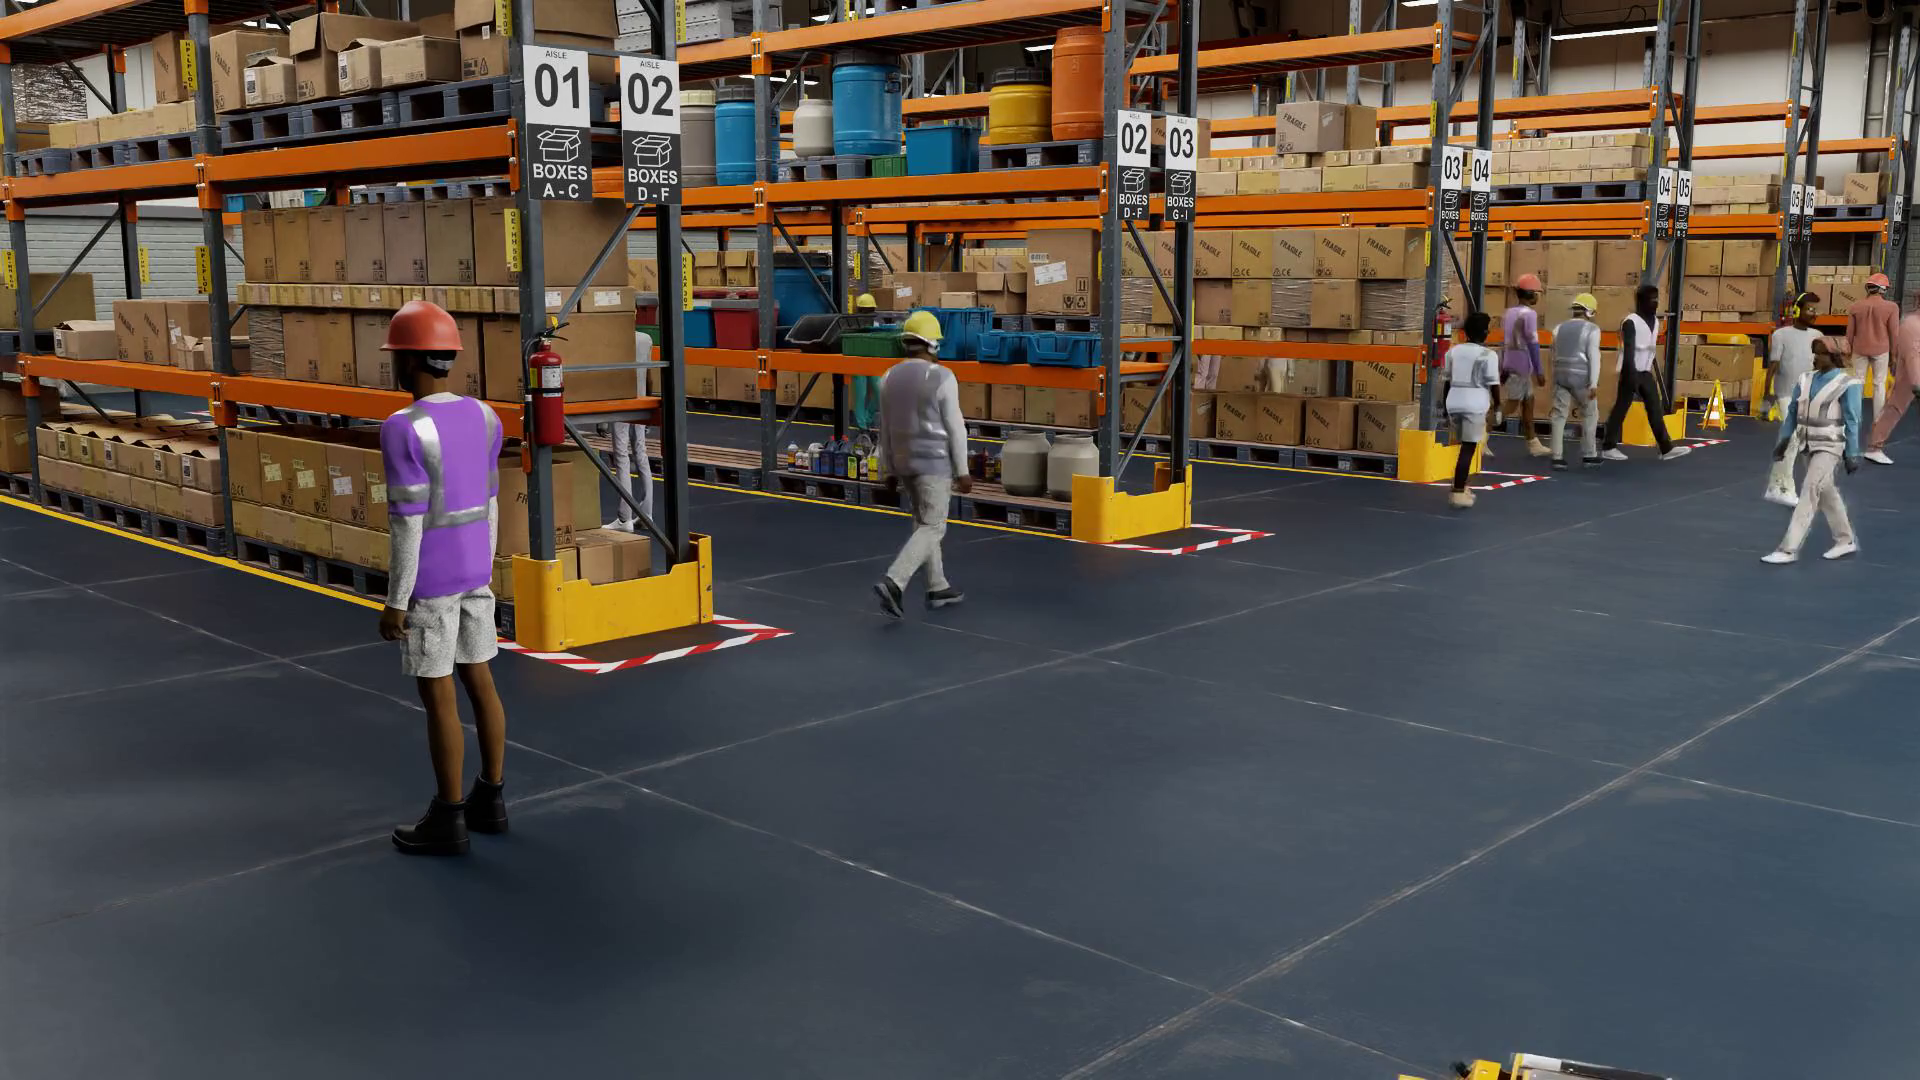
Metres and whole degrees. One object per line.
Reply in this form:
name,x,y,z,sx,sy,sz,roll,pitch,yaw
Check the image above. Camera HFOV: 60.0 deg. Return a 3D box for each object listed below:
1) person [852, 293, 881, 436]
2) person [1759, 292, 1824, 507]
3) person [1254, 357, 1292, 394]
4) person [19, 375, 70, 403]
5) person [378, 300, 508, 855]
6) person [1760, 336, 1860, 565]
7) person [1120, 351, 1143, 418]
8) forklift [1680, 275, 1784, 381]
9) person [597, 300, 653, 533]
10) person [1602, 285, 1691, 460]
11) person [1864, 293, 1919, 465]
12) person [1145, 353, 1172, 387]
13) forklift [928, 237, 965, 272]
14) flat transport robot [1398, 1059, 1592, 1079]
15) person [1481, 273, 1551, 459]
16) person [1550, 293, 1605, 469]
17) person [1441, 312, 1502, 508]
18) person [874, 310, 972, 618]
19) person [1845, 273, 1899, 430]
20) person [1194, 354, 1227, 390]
person,-1.125,-2.102,20.153,0.356,1.755,0.533,9,13,44
person,7.280,-1.212,14.415,0.551,1.841,0.717,-3,10,-16
person,3.952,-2.093,20.586,0.495,1.592,0.840,-9,13,-42
person,-13.827,-2.889,24.887,0.613,1.784,0.924,5,11,29
person,-1.850,0.131,5.891,0.361,1.940,0.543,4,10,22
person,6.031,-0.633,11.651,0.745,1.617,0.515,-2,9,-11
person,2.247,-2.679,22.866,0.649,2.019,0.508,-6,11,-33
forklift,12.480,-3.427,27.053,1.214,2.155,2.313,9,13,43
person,-2.616,-0.994,13.001,0.323,1.871,0.528,7,11,36
person,7.323,-1.768,17.735,0.624,1.870,0.976,-7,11,-36
person,9.979,-1.681,17.279,0.660,1.846,1.037,-7,12,-37
person,2.752,-2.395,21.550,0.596,1.896,0.918,-6,11,-34
forklift,-0.326,-5.817,39.609,1.129,2.768,1.873,9,13,43
flat transport robot,1.598,1.378,3.472,1.431,0.197,0.652,4,10,23
person,6.006,-1.878,18.042,1.001,2.012,0.611,0,9,-2
person,6.381,-1.633,17.139,0.755,1.789,0.626,-7,11,-35
person,4.453,-1.124,14.379,0.624,1.671,0.552,-6,11,-33
person,-0.247,-0.453,9.866,0.813,1.808,0.589,-9,13,-44
person,11.690,-2.411,21.321,0.610,1.989,0.391,9,13,42
person,3.465,-2.680,22.950,0.611,1.996,0.379,-9,13,-44
